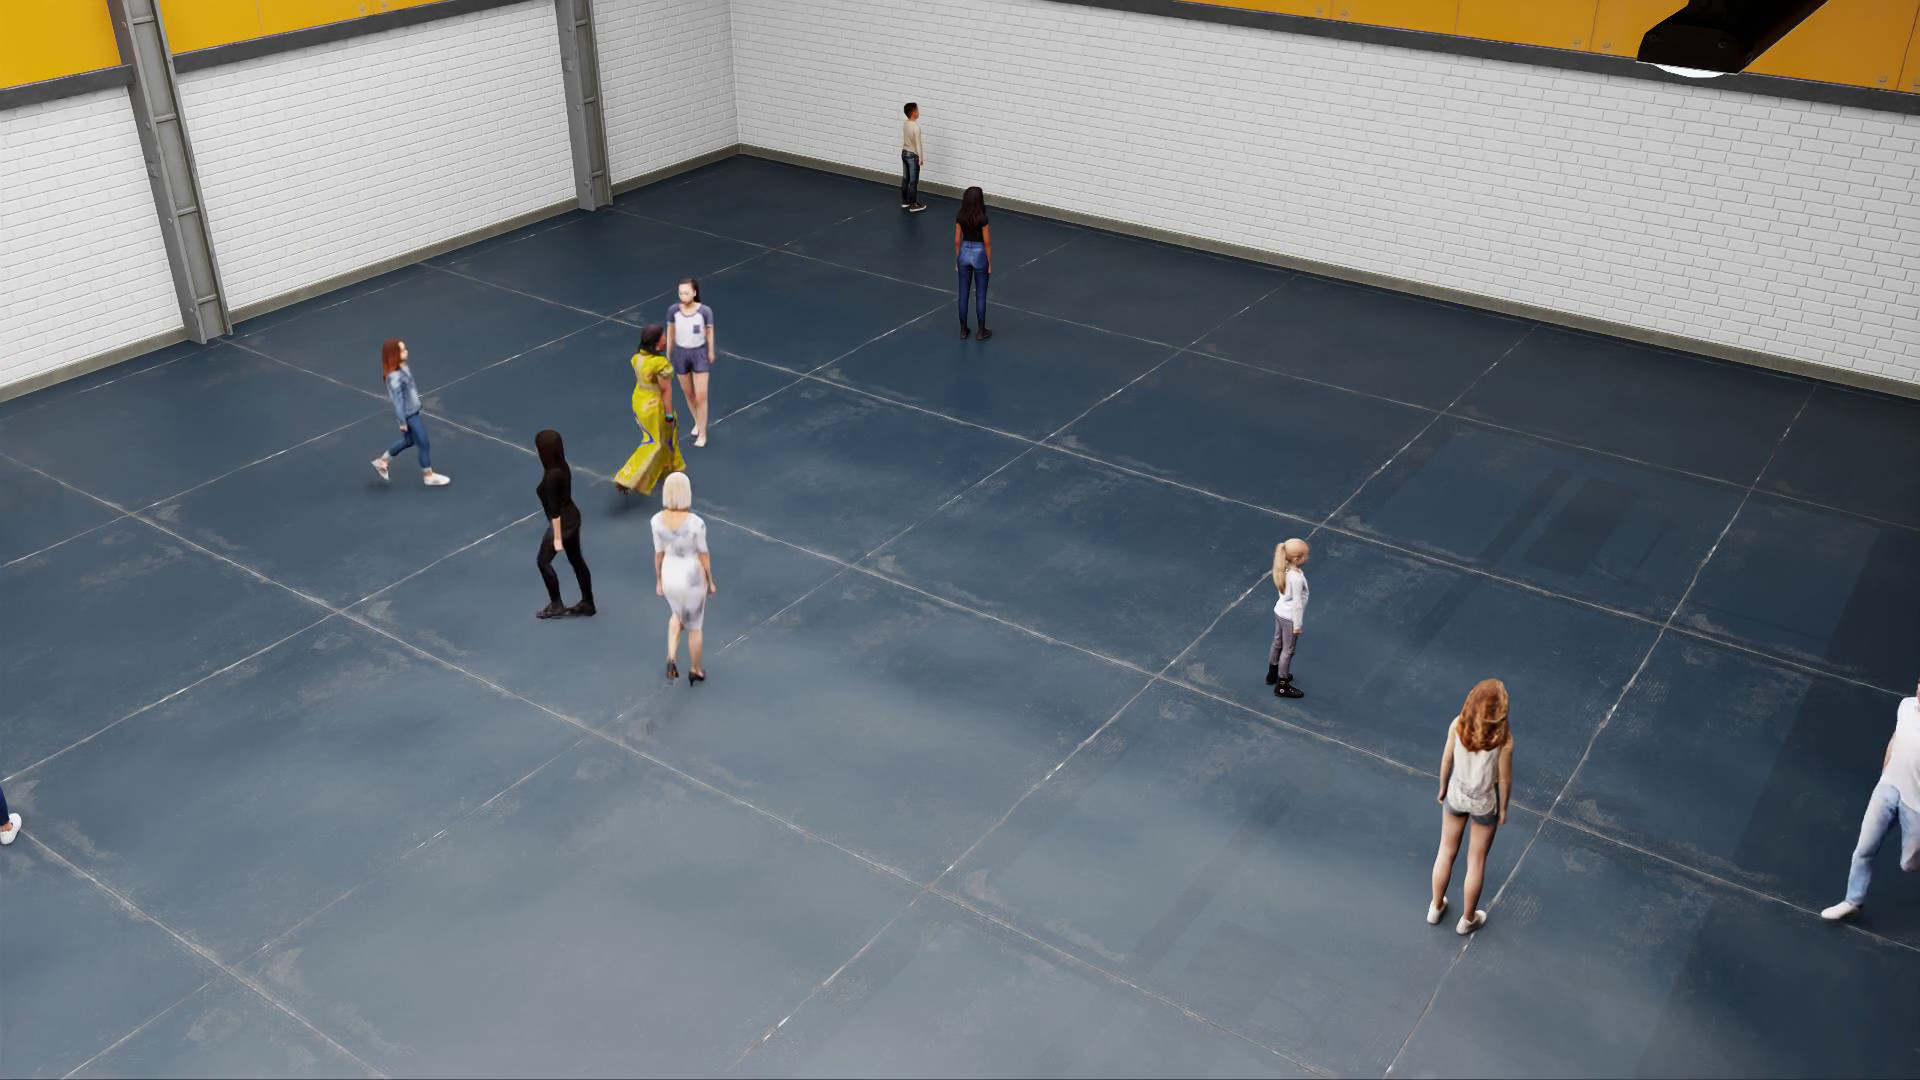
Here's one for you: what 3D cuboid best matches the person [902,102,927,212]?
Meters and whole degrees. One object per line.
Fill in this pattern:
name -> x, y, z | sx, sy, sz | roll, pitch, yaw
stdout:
person -> -0.673, -5.258, 22.785 | 0.602, 1.460, 0.599 | -18, 33, -29

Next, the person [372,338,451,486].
person -> -5.139, -1.156, 15.267 | 0.976, 1.459, 0.904 | -5, 29, -10

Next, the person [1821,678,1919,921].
person -> 5.746, 1.538, 9.943 | 1.149, 1.827, 0.987 | -11, 30, -19

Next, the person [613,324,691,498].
person -> -2.833, -1.127, 15.038 | 1.175, 1.626, 0.926 | -21, 35, -33

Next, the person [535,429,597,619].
person -> -3.060, -0.102, 13.162 | 0.820, 1.623, 0.765 | 3, 29, 5

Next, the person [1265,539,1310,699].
person -> 2.429, 0.555, 12.316 | 0.640, 1.279, 0.579 | -5, 29, -9

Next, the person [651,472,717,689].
person -> -2.048, 0.353, 12.207 | 0.680, 1.739, 0.745 | 7, 29, 13

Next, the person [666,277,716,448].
person -> -2.603, -1.779, 16.227 | 0.799, 1.631, 0.931 | 5, 29, 9

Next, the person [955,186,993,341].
person -> 0.145, -3.083, 18.505 | 0.627, 1.739, 0.612 | 9, 30, 16

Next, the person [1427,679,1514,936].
person -> 3.045, 1.590, 9.919 | 0.570, 1.759, 0.508 | 20, 34, 32
